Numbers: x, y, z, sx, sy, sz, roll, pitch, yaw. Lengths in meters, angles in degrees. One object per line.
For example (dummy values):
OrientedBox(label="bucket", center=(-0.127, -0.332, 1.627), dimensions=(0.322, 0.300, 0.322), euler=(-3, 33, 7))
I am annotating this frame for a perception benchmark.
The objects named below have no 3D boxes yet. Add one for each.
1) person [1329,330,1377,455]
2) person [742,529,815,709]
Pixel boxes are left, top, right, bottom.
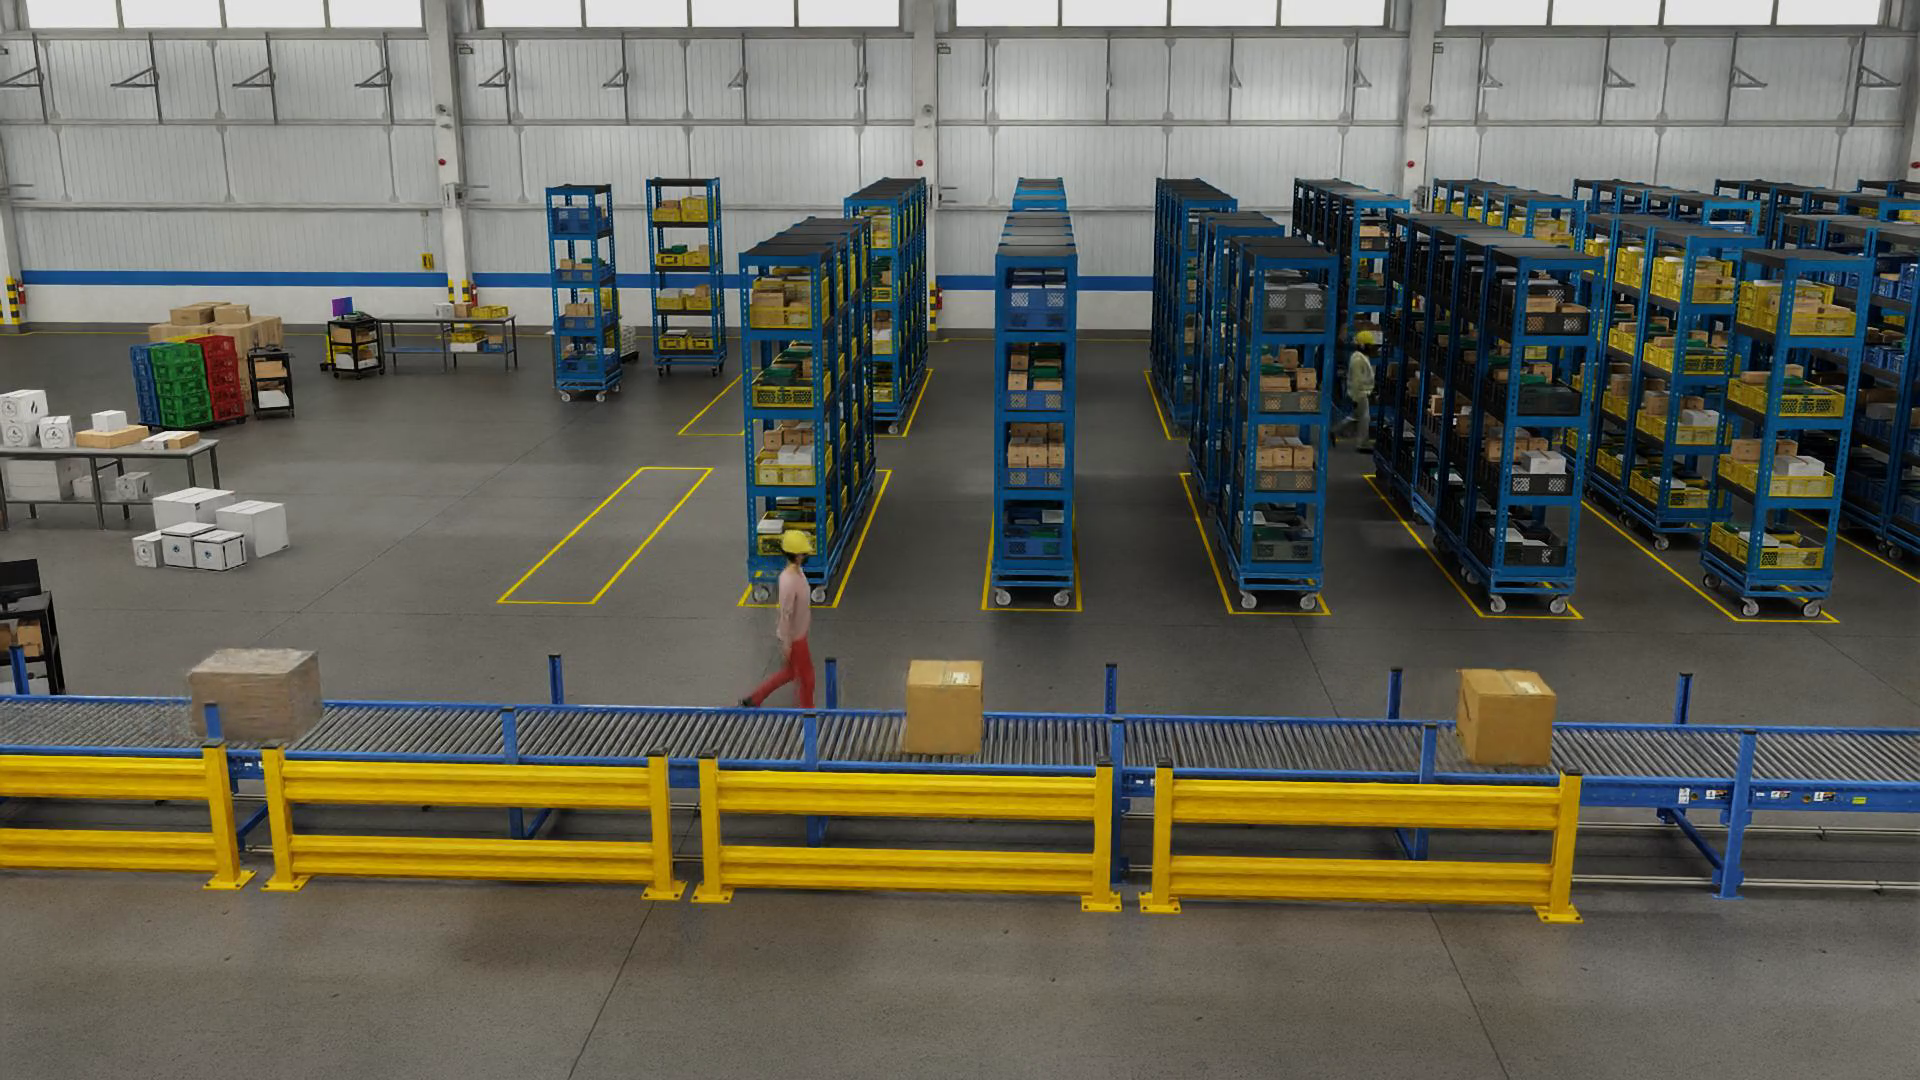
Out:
OrientedBox(label="person", center=(5.718, -2.143, 24.066), dimensions=(0.699, 1.809, 0.600), euler=(4, 16, 14))
OrientedBox(label="person", center=(-1.401, 0.752, 13.451), dimensions=(0.746, 1.744, 0.527), euler=(1, 15, 5))
